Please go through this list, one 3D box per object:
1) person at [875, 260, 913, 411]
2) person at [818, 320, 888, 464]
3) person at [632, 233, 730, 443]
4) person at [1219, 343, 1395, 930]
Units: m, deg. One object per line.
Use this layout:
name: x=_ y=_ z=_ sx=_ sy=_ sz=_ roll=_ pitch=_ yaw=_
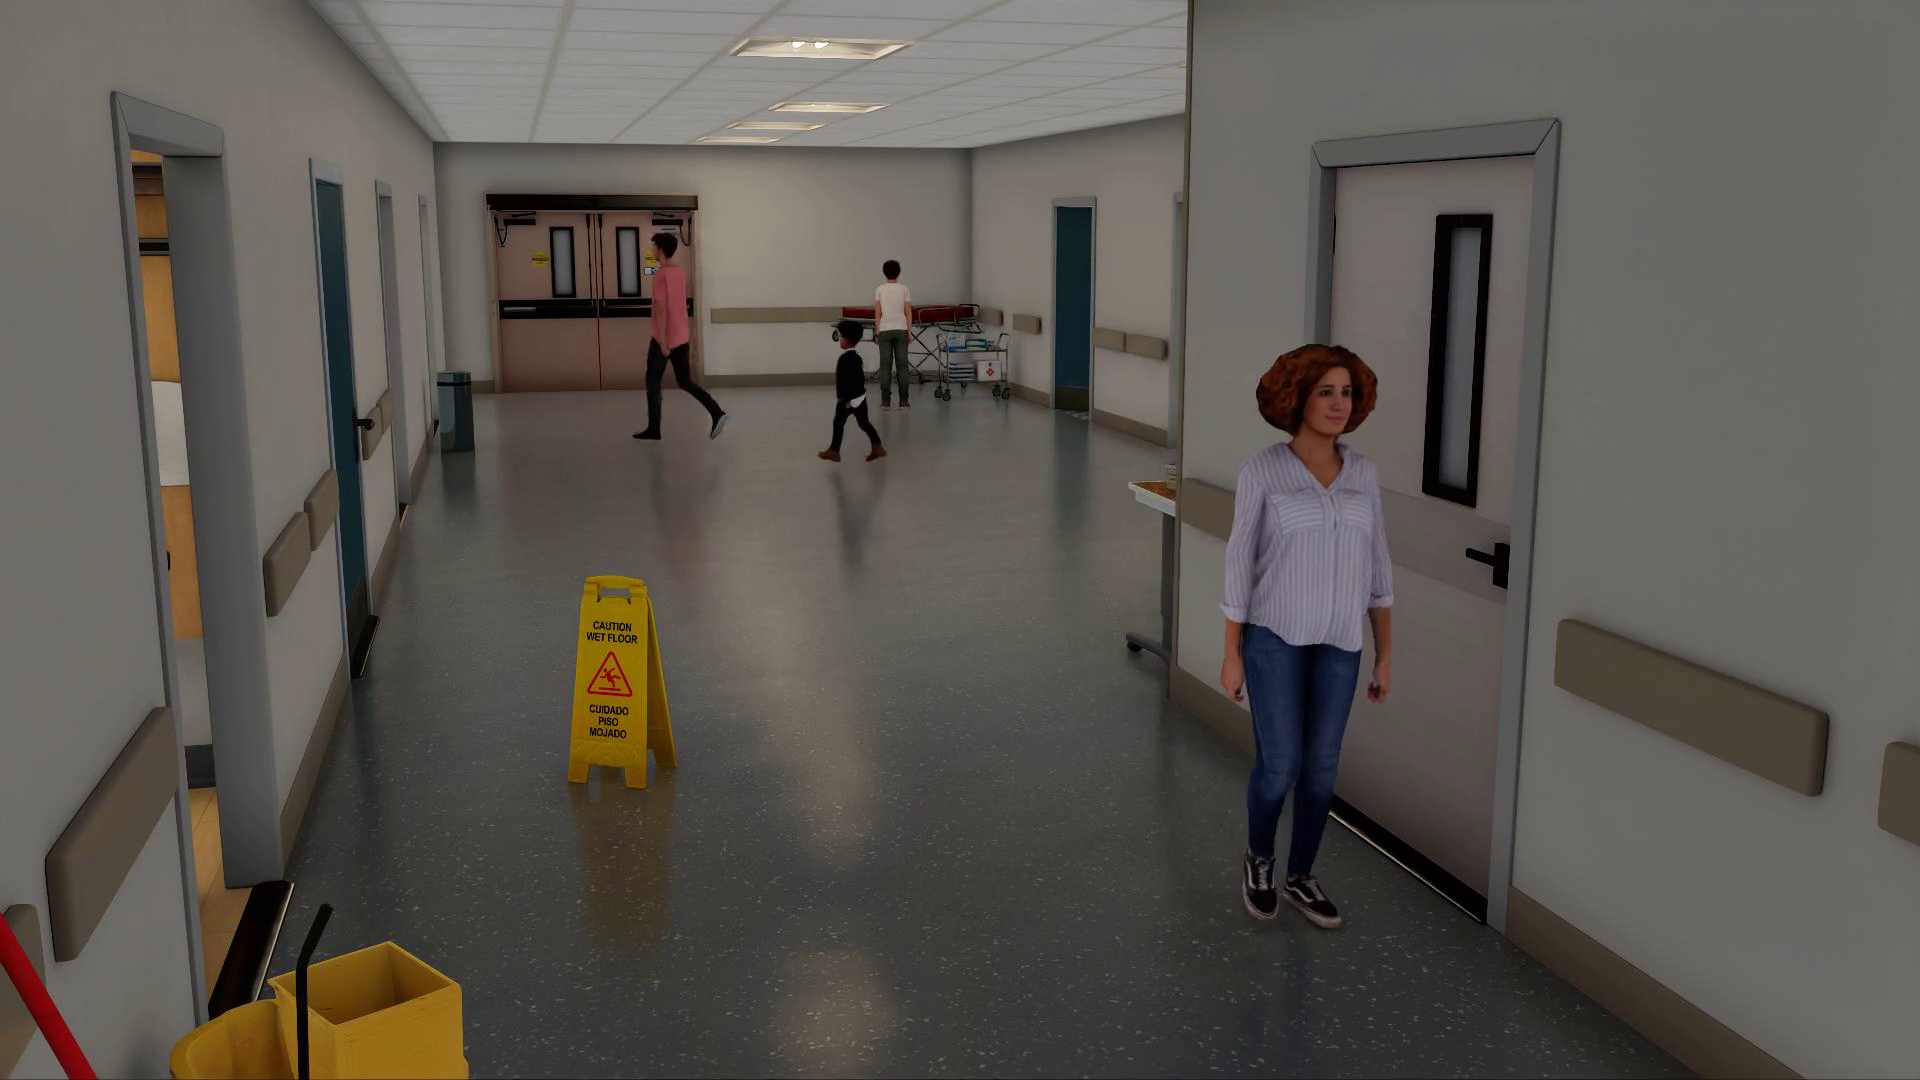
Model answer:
person: x=-0.739 y=-2.273 z=18.419 sx=0.605 sy=1.652 sz=0.590 roll=0 pitch=11 yaw=-2
person: x=-0.858 y=-1.234 z=14.036 sx=0.895 sy=1.204 sz=0.825 roll=7 pitch=13 yaw=31
person: x=-2.595 y=-1.838 z=15.386 sx=1.160 sy=1.928 sz=1.180 roll=5 pitch=12 yaw=23
person: x=0.971 y=0.270 z=4.882 sx=0.656 sy=1.702 sz=0.591 roll=-2 pitch=11 yaw=-12
